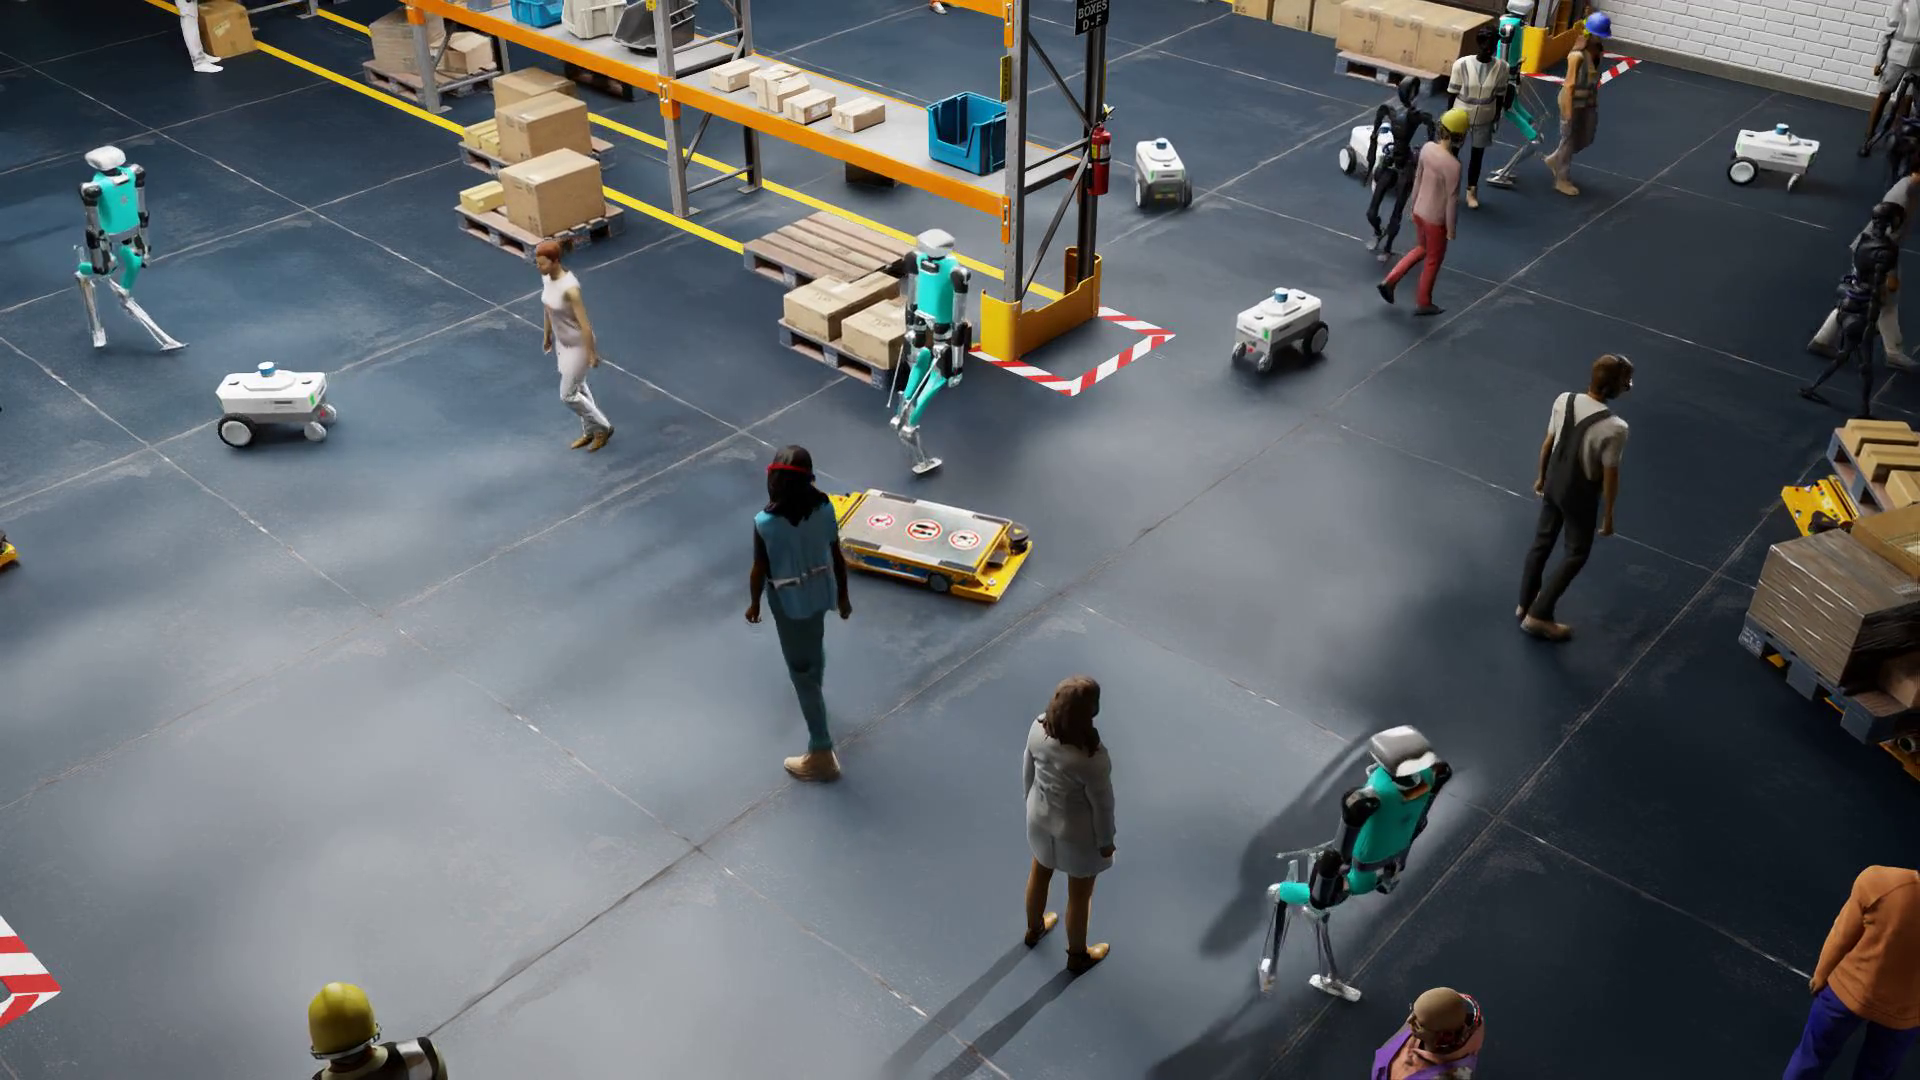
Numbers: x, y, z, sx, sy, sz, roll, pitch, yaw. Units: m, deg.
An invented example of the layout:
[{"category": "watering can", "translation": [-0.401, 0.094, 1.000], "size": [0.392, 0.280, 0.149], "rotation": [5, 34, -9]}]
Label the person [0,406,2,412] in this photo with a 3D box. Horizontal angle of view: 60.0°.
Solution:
[{"category": "person", "translation": [-7.322, -1.688, 11.788], "size": [0.550, 1.935, 0.356], "rotation": [3, 35, 5]}]

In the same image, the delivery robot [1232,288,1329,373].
[{"category": "delivery robot", "translation": [2.485, -1.685, 12.983], "size": [0.759, 0.575, 0.499], "rotation": [-27, 43, -33]}]

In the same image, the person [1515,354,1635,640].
[{"category": "person", "translation": [3.590, -0.249, 9.801], "size": [0.442, 1.830, 0.598], "rotation": [-17, 38, -23]}]

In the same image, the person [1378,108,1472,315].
[{"category": "person", "translation": [3.743, -2.586, 13.251], "size": [0.481, 1.752, 0.535], "rotation": [-9, 36, -13]}]

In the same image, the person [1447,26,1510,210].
[{"category": "person", "translation": [4.657, -3.834, 15.113], "size": [0.531, 1.694, 0.319], "rotation": [3, 35, 4]}]

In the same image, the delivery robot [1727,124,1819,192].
[{"category": "delivery robot", "translation": [7.737, -3.667, 15.881], "size": [0.778, 0.606, 0.515], "rotation": [16, 38, 21]}]

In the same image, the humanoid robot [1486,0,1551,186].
[{"category": "humanoid robot", "translation": [5.252, -4.139, 15.441], "size": [0.697, 1.715, 0.530], "rotation": [16, 38, 22]}]

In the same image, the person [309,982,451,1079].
[{"category": "person", "translation": [-2.111, 2.284, 6.126], "size": [0.585, 1.833, 0.404], "rotation": [-21, 40, -28]}]

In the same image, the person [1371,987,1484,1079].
[{"category": "person", "translation": [1.700, 2.273, 6.262], "size": [0.349, 1.693, 0.476], "rotation": [-3, 35, -5]}]

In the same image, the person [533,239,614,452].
[{"category": "person", "translation": [-2.706, -1.334, 11.536], "size": [0.383, 1.643, 0.438], "rotation": [-24, 41, -30]}]

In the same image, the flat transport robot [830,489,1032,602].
[{"category": "flat transport robot", "translation": [-0.311, 0.011, 10.795], "size": [1.431, 0.231, 0.659], "rotation": [13, 37, 18]}]

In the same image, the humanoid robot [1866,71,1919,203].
[{"category": "humanoid robot", "translation": [8.481, -3.667, 14.901], "size": [0.600, 1.640, 0.679], "rotation": [-1, 35, -1]}]

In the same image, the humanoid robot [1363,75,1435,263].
[{"category": "humanoid robot", "translation": [3.727, -3.147, 14.138], "size": [0.603, 1.652, 0.324], "rotation": [20, 40, 27]}]

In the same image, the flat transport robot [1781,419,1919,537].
[{"category": "flat transport robot", "translation": [6.295, -0.143, 11.017], "size": [1.431, 0.231, 0.659], "rotation": [4, 35, 5]}]

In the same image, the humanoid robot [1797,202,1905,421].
[{"category": "humanoid robot", "translation": [6.578, -1.678, 12.025], "size": [0.558, 1.644, 0.623], "rotation": [7, 35, 10]}]

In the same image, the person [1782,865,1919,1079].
[{"category": "person", "translation": [3.709, 1.813, 6.689], "size": [0.516, 1.974, 0.405], "rotation": [18, 39, 24]}]

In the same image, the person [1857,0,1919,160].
[{"category": "person", "translation": [9.155, -4.634, 16.071], "size": [0.546, 1.926, 0.388], "rotation": [13, 37, 19]}]

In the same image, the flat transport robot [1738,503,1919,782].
[{"category": "flat transport robot", "translation": [5.305, 0.853, 9.574], "size": [0.659, 0.231, 1.431], "rotation": [-12, 36, -17]}]

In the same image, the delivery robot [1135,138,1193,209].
[{"category": "delivery robot", "translation": [1.873, -3.433, 15.548], "size": [0.499, 0.613, 0.797], "rotation": [-4, 35, -5]}]

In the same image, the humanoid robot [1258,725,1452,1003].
[{"category": "humanoid robot", "translation": [1.650, 1.404, 7.486], "size": [0.562, 1.773, 0.854], "rotation": [-18, 39, -24]}]

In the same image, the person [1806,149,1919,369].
[{"category": "person", "translation": [7.020, -2.117, 12.480], "size": [0.854, 1.846, 0.606], "rotation": [25, 42, 31]}]

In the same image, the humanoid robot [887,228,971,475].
[{"category": "humanoid robot", "translation": [-0.297, -1.146, 11.230], "size": [0.534, 1.857, 0.671], "rotation": [28, 44, 35]}]

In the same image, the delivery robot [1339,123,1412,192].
[{"category": "delivery robot", "translation": [4.010, -3.693, 15.904], "size": [0.499, 0.589, 0.790], "rotation": [-8, 35, -11]}]

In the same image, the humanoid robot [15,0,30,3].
[{"category": "humanoid robot", "translation": [-11.739, -7.458, 20.352], "size": [0.673, 1.824, 0.544], "rotation": [27, 43, 33]}]

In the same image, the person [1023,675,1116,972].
[{"category": "person", "translation": [0.512, 1.298, 7.701], "size": [0.496, 1.660, 0.337], "rotation": [27, 43, 33]}]

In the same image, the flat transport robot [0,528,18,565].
[{"category": "flat transport robot", "translation": [-6.864, -0.052, 10.886], "size": [1.431, 0.231, 0.659], "rotation": [24, 41, 30]}]

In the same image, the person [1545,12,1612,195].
[{"category": "person", "translation": [5.705, -4.034, 15.357], "size": [0.495, 1.748, 0.473], "rotation": [-20, 39, -26]}]

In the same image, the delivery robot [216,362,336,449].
[{"category": "delivery robot", "translation": [-4.946, -1.002, 12.002], "size": [0.782, 0.586, 0.499], "rotation": [-1, 35, -1]}]

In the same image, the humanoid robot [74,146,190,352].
[{"category": "humanoid robot", "translation": [-6.563, -2.216, 12.761], "size": [0.992, 1.737, 0.539], "rotation": [16, 38, 22]}]

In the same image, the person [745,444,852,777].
[{"category": "person", "translation": [-0.860, 0.364, 8.926], "size": [0.579, 1.828, 0.835], "rotation": [-25, 42, -32]}]

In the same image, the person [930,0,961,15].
[{"category": "person", "translation": [-0.188, -7.267, 20.020], "size": [0.322, 1.766, 0.496], "rotation": [23, 41, 29]}]

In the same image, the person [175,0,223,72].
[{"category": "person", "translation": [-8.493, -6.117, 18.232], "size": [0.410, 1.910, 0.638], "rotation": [-13, 37, -18]}]
